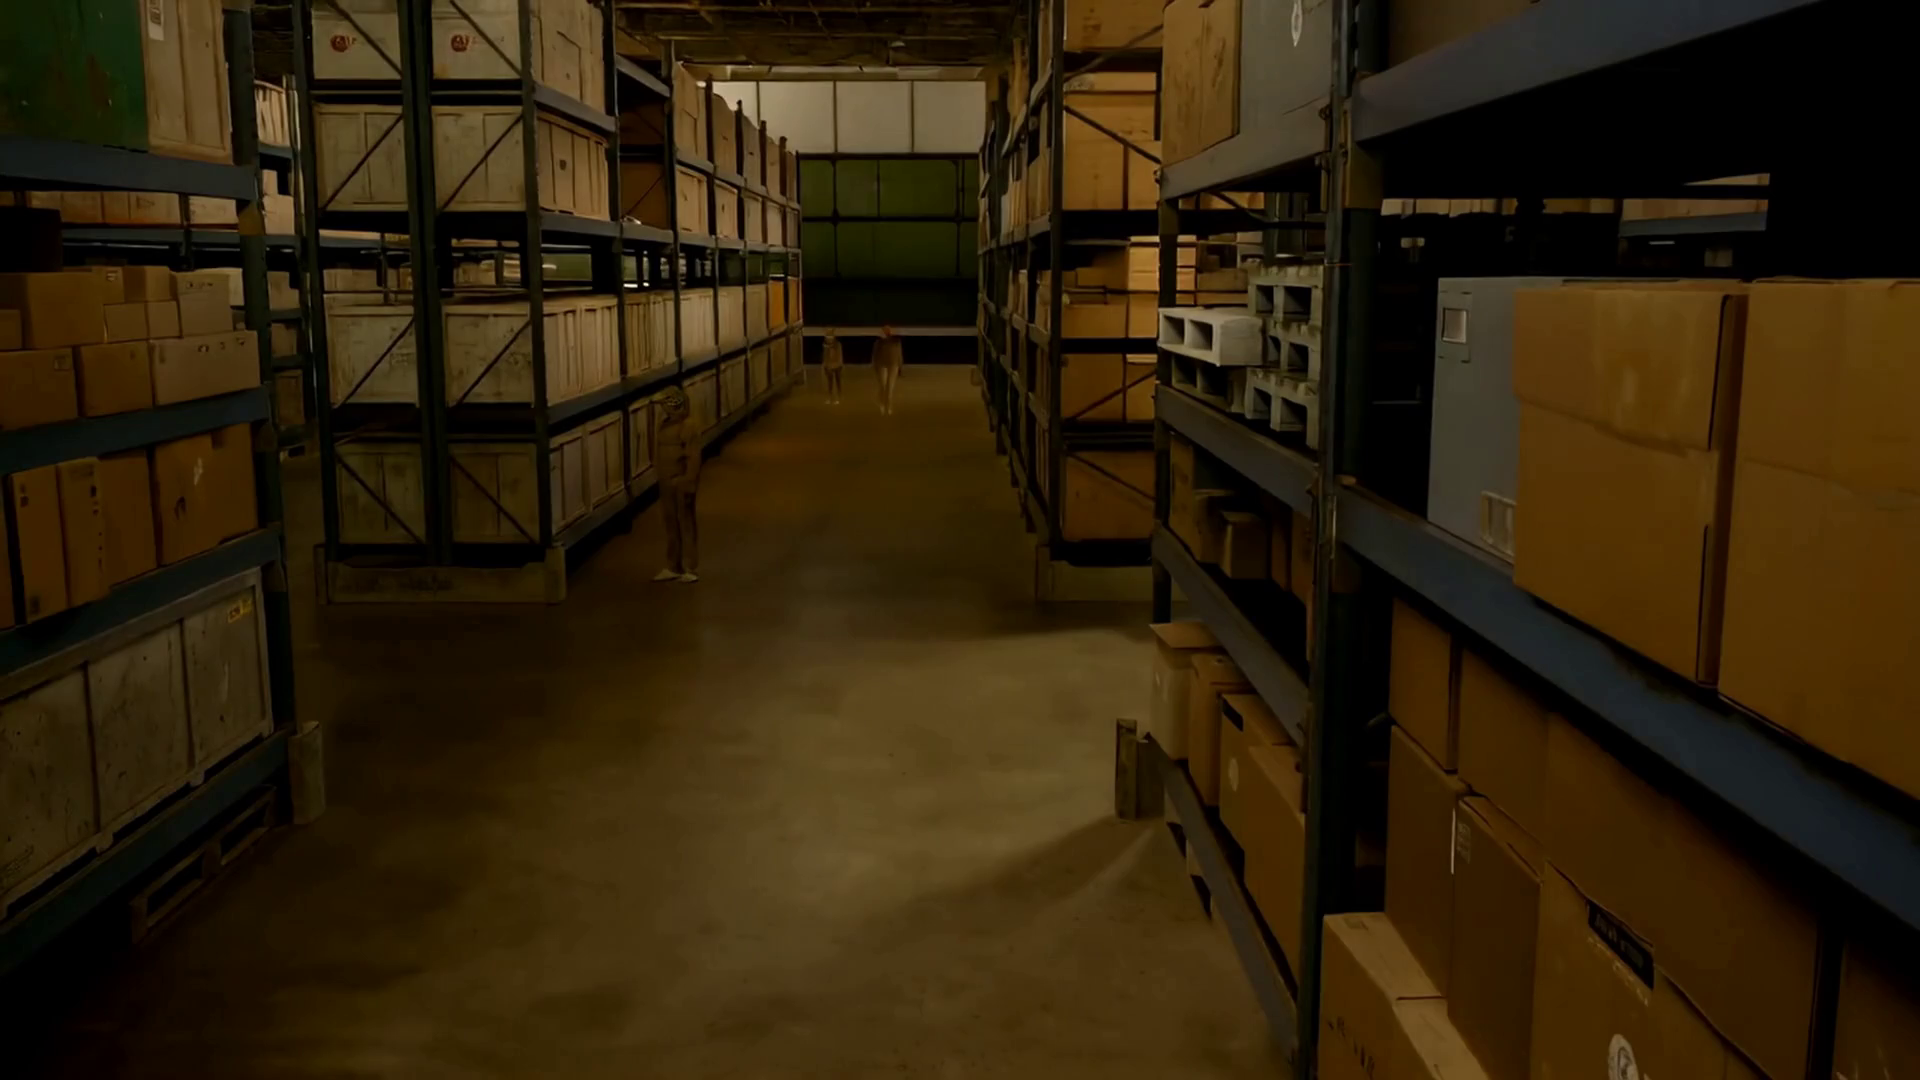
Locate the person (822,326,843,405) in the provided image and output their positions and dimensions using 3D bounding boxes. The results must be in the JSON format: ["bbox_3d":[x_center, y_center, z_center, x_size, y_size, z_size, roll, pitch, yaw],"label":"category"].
[{"bbox_3d":[-2.866,-3.897,37.204,0.560,1.750,0.328,-8,12,-40],"label":"person"}]

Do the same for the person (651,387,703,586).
[{"bbox_3d":[-2.749,-0.523,16.041,0.409,1.909,0.642,-8,12,-41],"label":"person"}]

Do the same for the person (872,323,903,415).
[{"bbox_3d":[-1.499,-3.543,34.554,0.632,1.916,0.743,-1,9,-8],"label":"person"}]

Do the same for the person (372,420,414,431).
[{"bbox_3d":[-7.894,-1.685,23.184,0.639,1.904,0.410,-5,11,-28],"label":"person"}]
